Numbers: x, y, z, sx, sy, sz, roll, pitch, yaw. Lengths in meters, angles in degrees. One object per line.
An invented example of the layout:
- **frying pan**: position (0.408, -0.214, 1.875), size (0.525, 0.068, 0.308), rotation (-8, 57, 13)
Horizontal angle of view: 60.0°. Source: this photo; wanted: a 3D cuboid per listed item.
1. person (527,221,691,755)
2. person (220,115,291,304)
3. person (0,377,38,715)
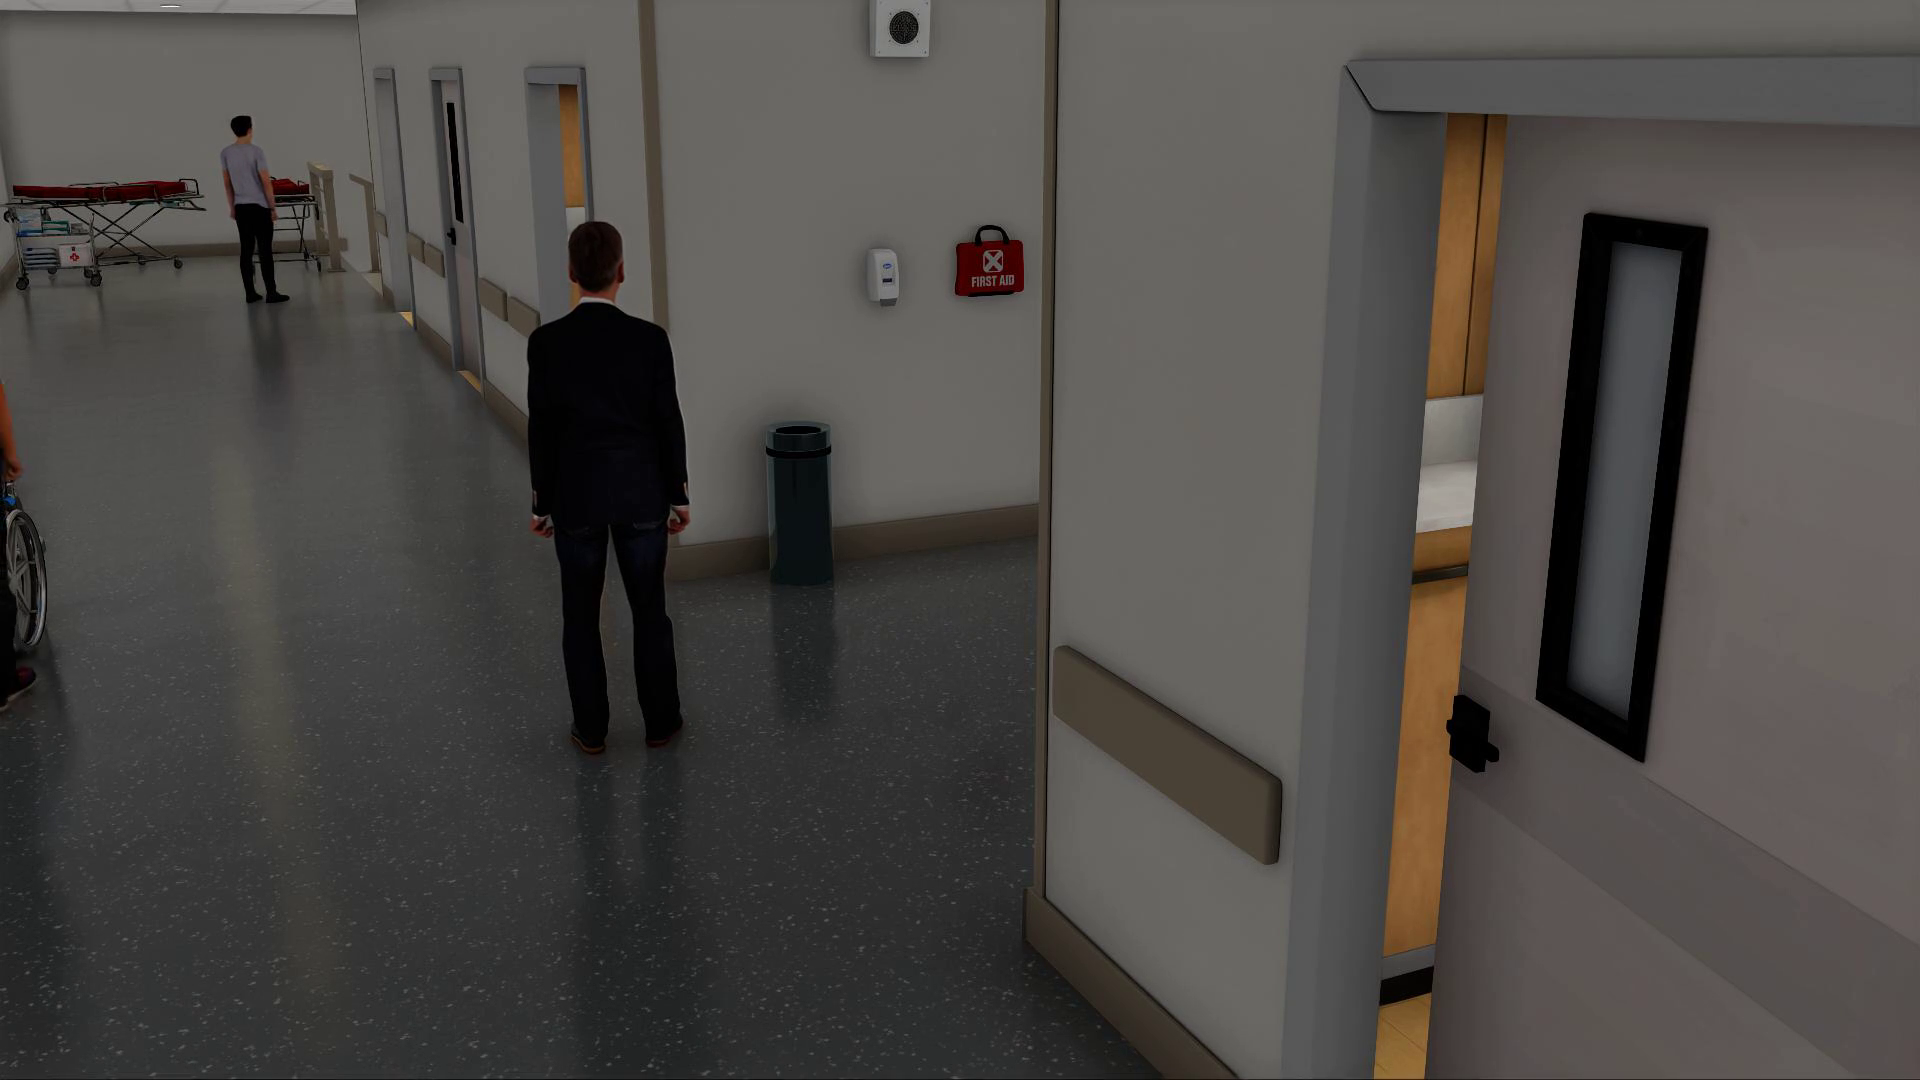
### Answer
- **person**: position (-1.208, -0.170, 5.679), size (0.750, 1.814, 0.675), rotation (-3, 16, -10)
- **person**: position (-7.189, -3.353, 16.880), size (0.745, 1.863, 0.766), rotation (3, 16, 11)
- **person**: position (-3.652, -0.239, 5.953), size (0.699, 1.797, 0.752), rotation (15, 21, 42)
